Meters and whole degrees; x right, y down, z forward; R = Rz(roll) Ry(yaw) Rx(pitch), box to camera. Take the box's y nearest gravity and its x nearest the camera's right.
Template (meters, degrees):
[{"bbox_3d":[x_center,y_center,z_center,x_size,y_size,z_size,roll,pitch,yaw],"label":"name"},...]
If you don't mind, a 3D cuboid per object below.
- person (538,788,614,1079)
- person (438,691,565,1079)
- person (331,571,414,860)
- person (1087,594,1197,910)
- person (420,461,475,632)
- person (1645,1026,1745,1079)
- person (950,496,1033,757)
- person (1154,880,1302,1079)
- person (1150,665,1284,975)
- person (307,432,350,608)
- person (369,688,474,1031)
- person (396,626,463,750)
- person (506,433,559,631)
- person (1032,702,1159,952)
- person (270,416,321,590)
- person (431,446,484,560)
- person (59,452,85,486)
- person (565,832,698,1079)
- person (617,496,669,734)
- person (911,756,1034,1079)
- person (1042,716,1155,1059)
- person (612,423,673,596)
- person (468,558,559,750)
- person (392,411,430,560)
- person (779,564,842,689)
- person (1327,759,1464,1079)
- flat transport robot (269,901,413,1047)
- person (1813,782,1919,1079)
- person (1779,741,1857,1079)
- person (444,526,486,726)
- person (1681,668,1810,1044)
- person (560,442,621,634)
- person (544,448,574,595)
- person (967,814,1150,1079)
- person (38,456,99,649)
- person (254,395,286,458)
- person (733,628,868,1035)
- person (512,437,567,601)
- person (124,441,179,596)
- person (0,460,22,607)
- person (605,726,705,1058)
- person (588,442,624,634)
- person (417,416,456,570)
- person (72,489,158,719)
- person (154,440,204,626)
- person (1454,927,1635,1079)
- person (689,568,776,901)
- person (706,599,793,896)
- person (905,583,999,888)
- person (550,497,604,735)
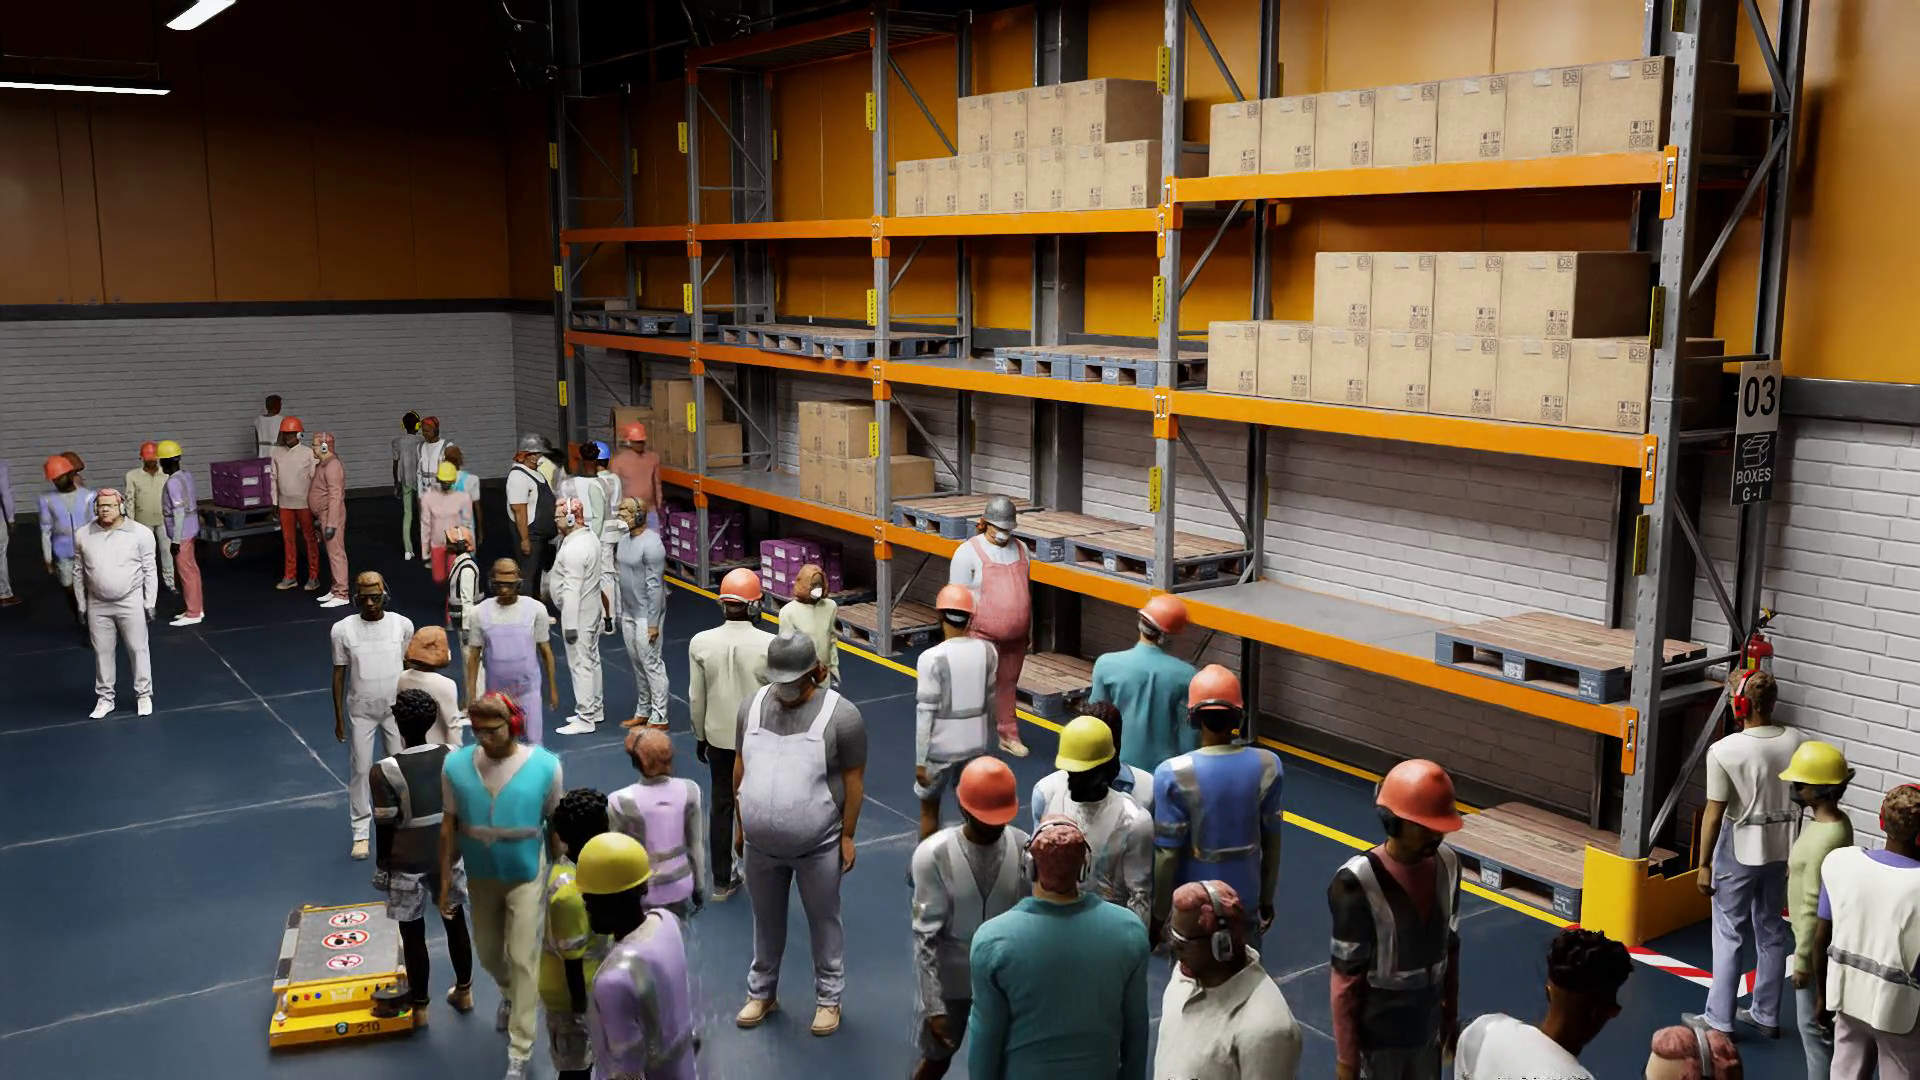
[{"bbox_3d":[-1.540,1.822,6.752,0.320,1.688,0.536,-1,10,-4],"label":"person"},{"bbox_3d":[-2.139,1.577,7.853,0.574,1.828,0.708,1,10,3],"label":"person"},{"bbox_3d":[-3.698,1.097,10.550,0.515,1.843,0.326,-5,11,-26],"label":"person"},{"bbox_3d":[1.006,1.251,9.351,0.633,1.934,0.779,-1,10,-8],"label":"person"},{"bbox_3d":[-5.253,0.032,17.103,0.536,1.740,0.708,-1,10,-3],"label":"person"},{"bbox_3d":[1.843,2.148,4.250,0.396,1.899,0.642,2,10,14],"label":"person"},{"bbox_3d":[0.297,0.661,12.537,0.676,2.000,0.536,-6,11,-32],"label":"person"},{"bbox_3d":[0.790,1.981,5.226,0.399,1.895,0.657,-3,10,-18],"label":"person"},{"bbox_3d":[1.103,1.554,7.305,0.610,2.037,0.400,-3,10,-16],"label":"person"},{"bbox_3d":[-6.884,-0.224,18.122,0.406,1.911,0.639,-4,11,-23],"label":"person"},{"bbox_3d":[-2.653,1.567,8.226,0.319,1.695,0.539,9,13,43],"label":"person"},{"bbox_3d":[-3.135,1.314,9.901,0.501,1.631,0.287,6,12,33],"label":"person"},{"bbox_3d":[-4.329,-0.090,16.945,0.535,2.000,0.681,0,10,-1],"label":"person"},{"bbox_3d":[0.583,1.626,7.231,0.588,1.920,0.398,-3,10,-19],"label":"person"},{"bbox_3d":[-7.590,-0.420,19.009,0.612,1.997,0.375,1,10,8],"label":"person"},{"bbox_3d":[-5.383,-0.108,17.787,0.507,1.787,0.968,-4,11,-24],"label":"person"},{"bbox_3d":[-9.921,-0.178,18.657,0.273,1.632,0.507,-5,11,-27],"label":"person"},{"bbox_3d":[-1.163,1.904,5.720,0.961,1.872,0.607,2,10,12],"label":"person"},{"bbox_3d":[-2.529,0.603,13.225,0.368,1.932,0.622,-7,12,-37],"label":"person"},{"bbox_3d":[0.049,1.748,6.653,0.552,1.894,0.890,-3,10,-18],"label":"person"},{"bbox_3d":[0.539,1.665,7.007,0.587,1.919,0.397,8,13,40],"label":"person"},{"bbox_3d":[-3.538,-0.323,18.545,0.645,1.957,0.880,-7,12,-36],"label":"person"},{"bbox_3d":[-2.986,1.011,11.103,0.566,1.835,0.352,-2,10,-9],"label":"person"},{"bbox_3d":[-6.857,-0.681,20.915,0.531,1.870,0.317,0,10,1],"label":"person"},{"bbox_3d":[-1.071,0.972,11.909,0.507,1.631,0.267,-8,13,-40],"label":"person"},{"bbox_3d":[1.604,1.774,6.049,0.608,2.033,0.409,-6,11,-31],"label":"person"},{"bbox_3d":[-3.191,2.202,8.677,0.652,0.197,1.431,-3,10,-17],"label":"flat transport robot"},{"bbox_3d":[3.503,1.820,6.309,0.374,1.843,0.569,-6,11,-30],"label":"person"},{"bbox_3d":[3.653,1.723,7.140,0.344,1.762,0.526,6,11,31],"label":"person"},{"bbox_3d":[-4.023,0.690,13.567,0.314,1.632,0.516,-4,10,-22],"label":"person"},{"bbox_3d":[3.815,1.534,8.023,0.560,1.836,0.394,-3,10,-15],"label":"person"},{"bbox_3d":[-3.699,-0.009,16.734,0.598,1.958,0.370,-3,10,-15],"label":"person"},{"bbox_3d":[-4.519,-0.199,18.607,0.549,1.680,0.378,-9,13,-44],"label":"person"},{"bbox_3d":[0.328,1.881,5.772,0.651,1.906,0.403,-2,10,-14],"label":"person"},{"bbox_3d":[-8.712,0.085,16.369,0.558,1.898,0.883,-5,11,-26],"label":"person"},{"bbox_3d":[-9.765,-1.140,23.692,0.571,1.840,0.373,3,10,17],"label":"person"},{"bbox_3d":[-0.821,1.412,8.128,0.674,2.000,0.535,3,10,15],"label":"person"},{"bbox_3d":[-4.690,-0.242,18.535,0.653,1.816,0.511,-3,10,-18],"label":"person"},{"bbox_3d":[-9.051,-0.239,18.670,0.560,1.749,0.329,-7,12,-35],"label":"person"},{"bbox_3d":[-10.577,-0.227,18.050,0.636,1.936,0.354,-1,10,-4],"label":"person"},{"bbox_3d":[-1.391,1.683,7.807,0.523,1.615,0.747,-8,13,-41],"label":"person"},{"bbox_3d":[-3.606,-0.025,16.836,0.404,1.945,0.615,2,10,12],"label":"person"},{"bbox_3d":[-6.377,-0.572,20.271,0.584,1.879,0.374,4,11,24],"label":"person"},{"bbox_3d":[-6.971,0.522,13.732,0.642,1.913,0.408,-2,10,-12],"label":"person"},{"bbox_3d":[-8.070,-0.073,17.185,0.382,1.923,0.591,-2,10,-13],"label":"person"},{"bbox_3d":[1.690,2.034,4.806,0.752,1.922,0.631,-3,10,-17],"label":"person"},{"bbox_3d":[-1.279,1.152,9.793,0.615,1.994,0.381,1,10,8],"label":"person"},{"bbox_3d":[-1.263,1.196,9.854,0.574,1.886,0.356,3,10,16],"label":"person"},{"bbox_3d":[-0.021,1.203,9.773,0.569,1.904,0.770,-6,11,-32],"label":"person"},{"bbox_3d":[-3.073,0.600,13.323,0.399,1.900,0.645,0,10,1],"label":"person"}]
